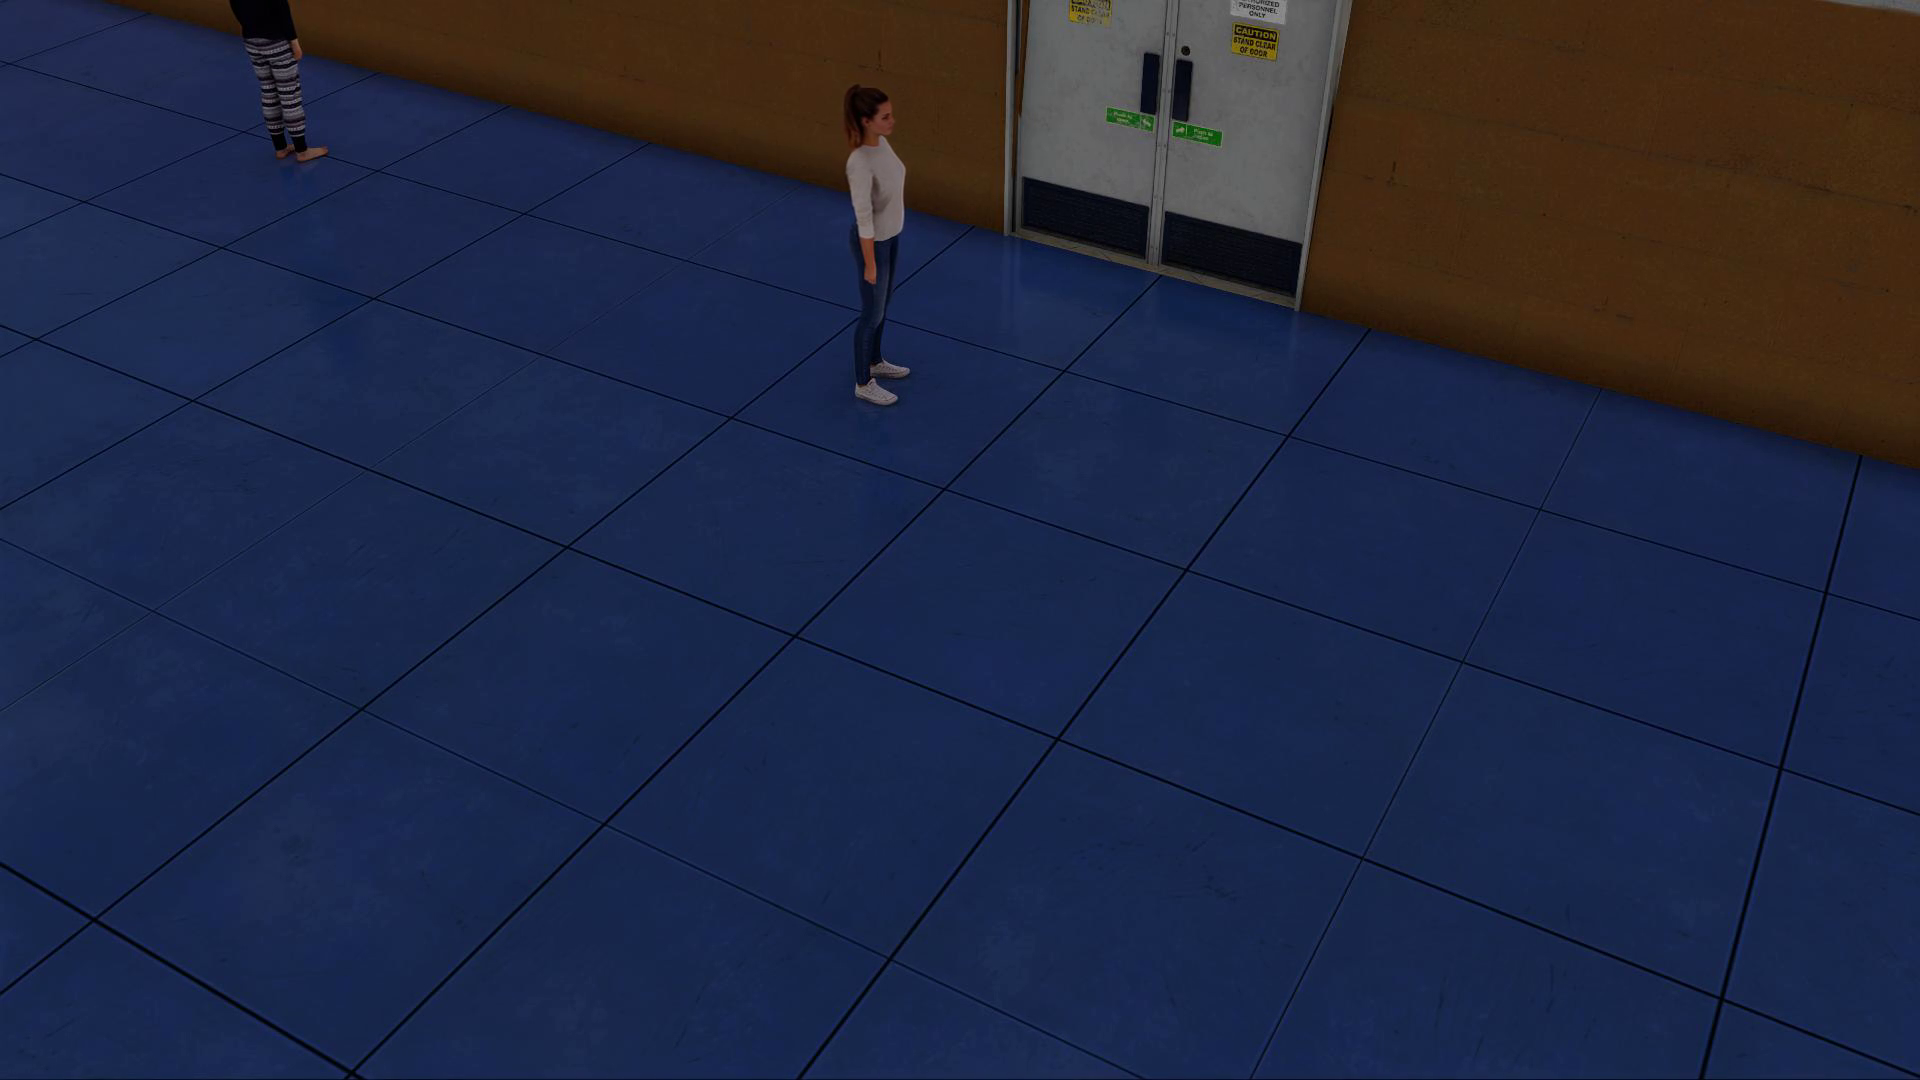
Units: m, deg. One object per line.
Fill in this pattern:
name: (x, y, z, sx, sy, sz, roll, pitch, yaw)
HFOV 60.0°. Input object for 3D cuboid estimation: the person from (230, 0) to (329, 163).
person: (-4.659, -3.397, 11.173, 0.623, 1.734, 0.539, 16, 40, 20)

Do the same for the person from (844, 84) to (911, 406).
person: (-0.447, -1.546, 8.721, 0.733, 1.719, 0.562, 8, 38, 10)
